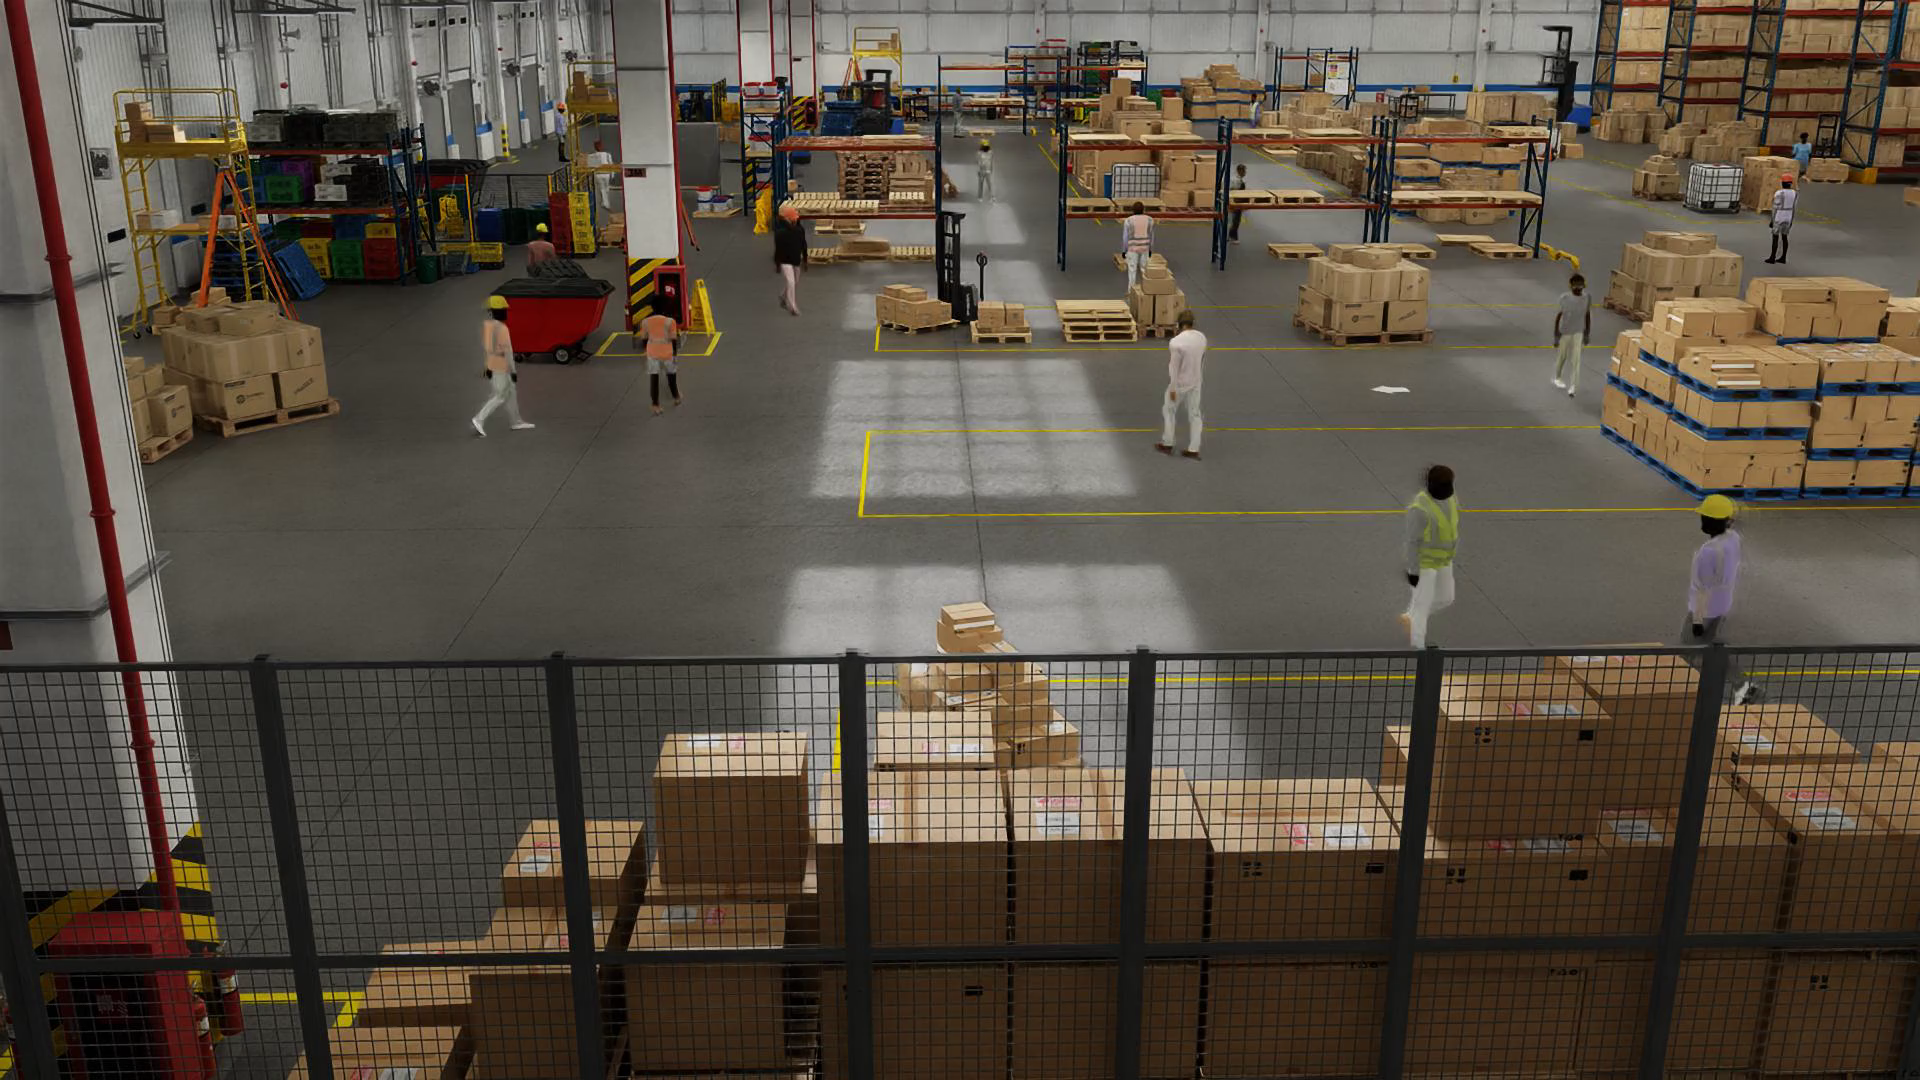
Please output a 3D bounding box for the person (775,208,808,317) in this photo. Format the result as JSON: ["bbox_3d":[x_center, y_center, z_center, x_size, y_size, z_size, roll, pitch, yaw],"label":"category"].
[{"bbox_3d":[-3.142,-5.125,30.489,0.619,1.966,0.850,-15,24,-37],"label":"person"}]

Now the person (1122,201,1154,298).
[{"bbox_3d":[3.417,-5.592,32.060,0.621,1.845,0.430,-4,19,-12],"label":"person"}]

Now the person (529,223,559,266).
[{"bbox_3d":[-7.470,-4.845,30.037,0.534,1.722,0.912,8,20,23],"label":"person"}]

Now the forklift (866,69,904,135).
[{"bbox_3d":[-2.895,-15.504,59.864,1.129,2.768,1.873,10,21,28],"label":"forklift"}]

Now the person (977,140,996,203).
[{"bbox_3d":[0.712,-10.109,45.689,0.494,1.698,0.905,-5,19,-16],"label":"person"}]

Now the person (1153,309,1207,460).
[{"bbox_3d":[2.829,-2.013,21.327,0.658,1.909,0.807,-12,22,-32],"label":"person"}]

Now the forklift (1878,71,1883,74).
[{"bbox_3d":[32.120,-15.172,58.879,1.129,2.768,1.873,-1,19,-1],"label":"forklift"}]

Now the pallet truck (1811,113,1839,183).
[{"bbox_3d":[26.403,-11.957,50.702,0.823,1.965,1.885,6,19,16],"label":"pallet truck"}]

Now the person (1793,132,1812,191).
[{"bbox_3d":[24.469,-11.032,48.446,0.534,1.684,0.600,-1,19,-2],"label":"person"}]

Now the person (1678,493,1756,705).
[{"bbox_3d":[6.248,0.545,13.754,0.600,1.911,0.717,-16,24,-39],"label":"person"}]

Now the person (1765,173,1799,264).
[{"bbox_3d":[17.753,-6.939,35.934,0.539,1.929,0.387,-4,19,-12],"label":"person"}]

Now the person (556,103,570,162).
[{"bbox_3d":[-13.425,-13.750,56.113,0.376,1.939,0.547,-10,21,-27],"label":"person"}]

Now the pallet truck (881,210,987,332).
[{"bbox_3d":[-0.493,-4.759,29.349,1.885,1.965,0.823,-13,23,-34],"label":"pallet truck"}]

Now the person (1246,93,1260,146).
[{"bbox_3d":[10.848,-15.489,61.324,0.443,1.906,0.601,-4,19,-10],"label":"person"}]

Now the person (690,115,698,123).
[{"bbox_3d":[-8.793,-13.266,55.163,0.520,1.629,0.360,6,20,18],"label":"person"}]

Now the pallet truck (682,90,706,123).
[{"bbox_3d":[-9.671,-15.907,62.421,0.823,1.965,1.885,5,19,15],"label":"pallet truck"}]

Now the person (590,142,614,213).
[{"bbox_3d":[-9.479,-9.603,43.984,0.595,1.825,1.022,-10,21,-28],"label":"person"}]

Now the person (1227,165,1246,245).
[{"bbox_3d":[6.428,-7.804,38.693,0.363,1.805,0.679,6,20,17],"label":"person"}]

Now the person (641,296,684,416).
[{"bbox_3d":[-4.217,-2.644,23.588,0.557,1.649,0.847,3,19,9],"label":"person"}]

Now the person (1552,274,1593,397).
[{"bbox_3d":[9.067,-3.052,24.599,0.593,1.798,0.997,2,19,5],"label":"person"}]

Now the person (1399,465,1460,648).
[{"bbox_3d":[4.210,0.185,14.966,0.663,1.825,0.488,-15,24,-38],"label":"person"}]

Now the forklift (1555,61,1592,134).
[{"bbox_3d":[24.113,-17.613,66.121,1.873,2.768,1.129,-1,19,-2],"label":"forklift"}]

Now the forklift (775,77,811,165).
[{"bbox_3d":[-5.920,-13.893,55.085,1.873,2.768,1.129,-1,19,-1],"label":"forklift"}]

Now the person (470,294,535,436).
[{"bbox_3d":[-6.230,-2.352,22.368,0.865,1.903,0.593,-13,22,-33],"label":"person"}]

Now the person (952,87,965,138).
[{"bbox_3d":[-0.068,-16.565,64.465,0.373,1.940,0.629,-10,21,-26],"label":"person"}]
